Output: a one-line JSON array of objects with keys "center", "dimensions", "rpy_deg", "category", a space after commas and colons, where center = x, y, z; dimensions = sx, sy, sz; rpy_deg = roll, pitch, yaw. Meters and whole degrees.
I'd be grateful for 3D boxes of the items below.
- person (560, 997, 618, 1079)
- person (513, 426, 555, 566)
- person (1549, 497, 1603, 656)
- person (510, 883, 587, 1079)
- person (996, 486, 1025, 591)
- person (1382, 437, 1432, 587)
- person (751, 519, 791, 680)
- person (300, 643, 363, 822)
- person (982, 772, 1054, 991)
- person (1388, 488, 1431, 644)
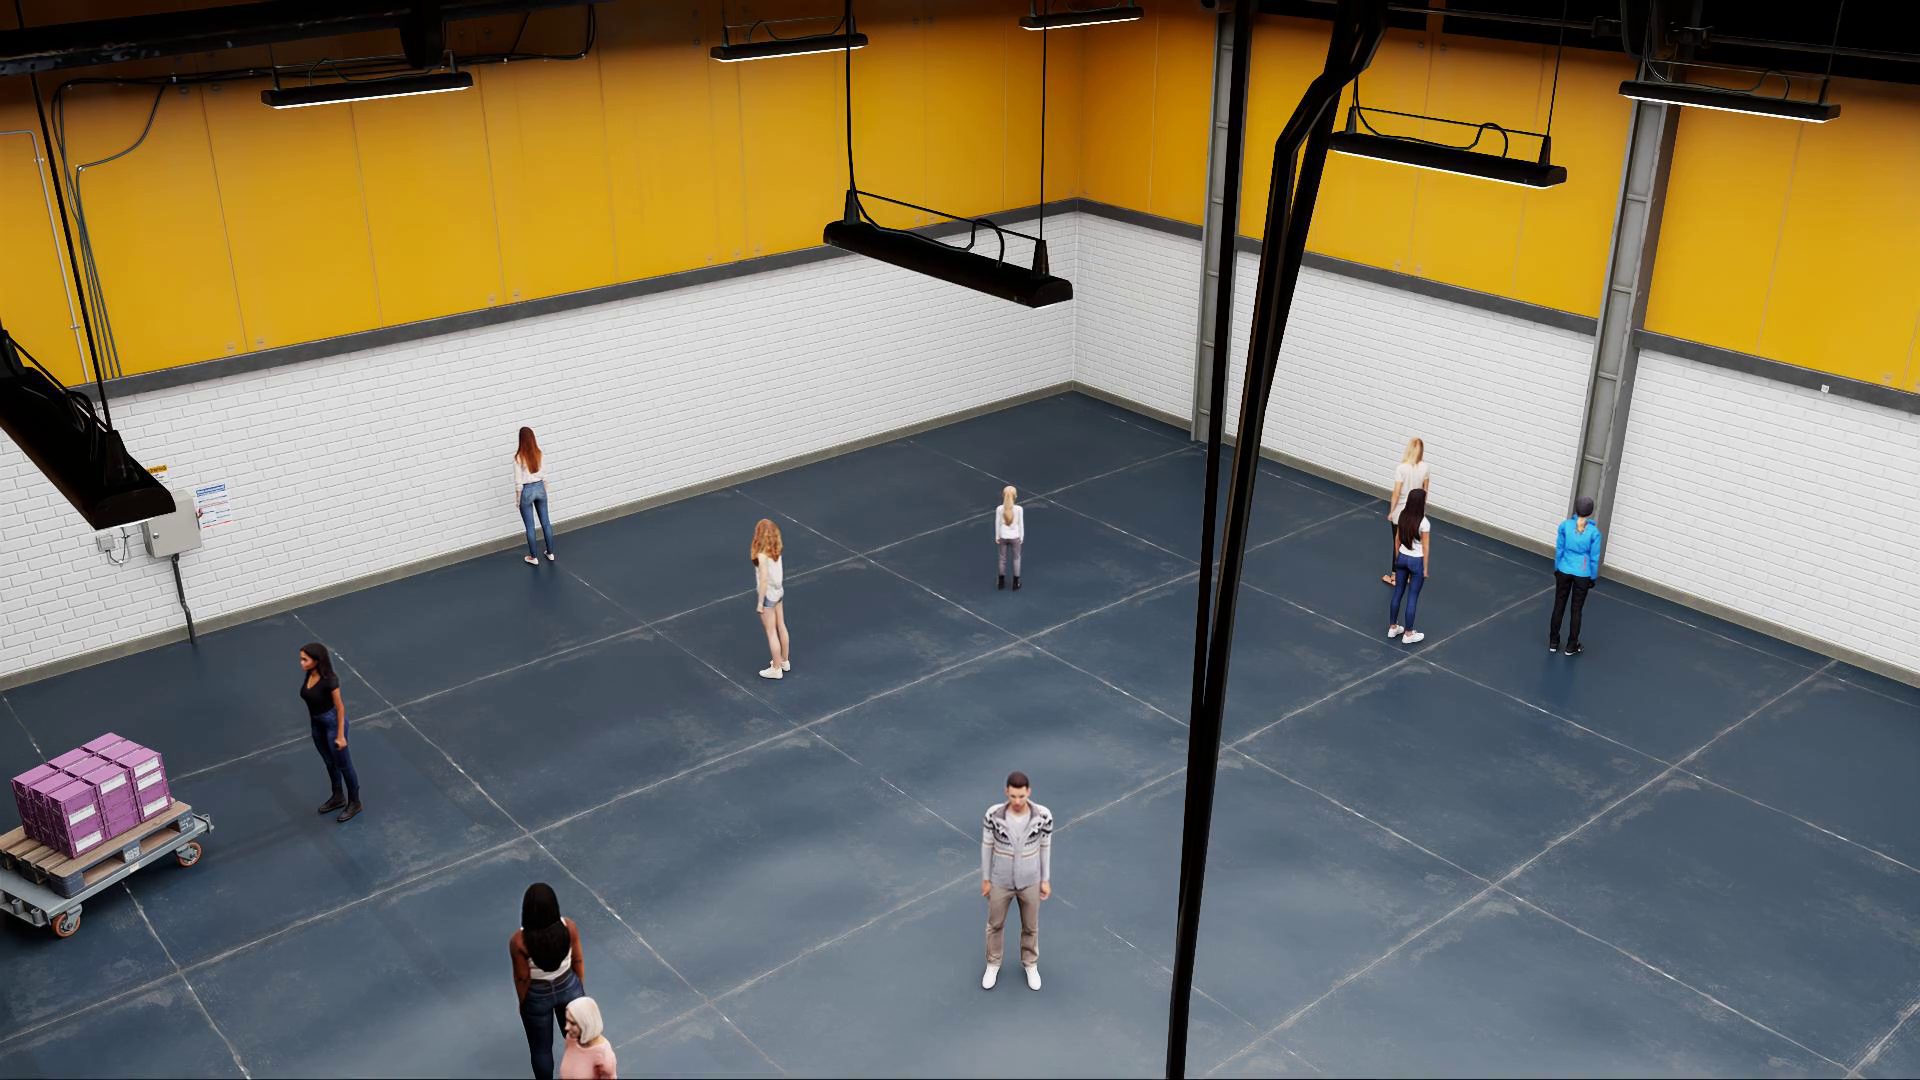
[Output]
[{"center": [-2.320, 3.597, 10.537], "dimensions": [0.526, 1.724, 0.703], "rpy_deg": [18, 29, 35], "category": "person"}, {"center": [-5.146, -0.547, 20.013], "dimensions": [0.579, 1.728, 0.484], "rpy_deg": [-18, 29, -35], "category": "person"}, {"center": [6.579, 0.375, 17.819], "dimensions": [0.515, 1.795, 0.712], "rpy_deg": [18, 30, 36], "category": "person"}, {"center": [-2.812, 3.141, 11.475], "dimensions": [0.698, 1.810, 0.683], "rpy_deg": [-11, 26, -23], "category": "person"}, {"center": [0.582, -0.027, 19.387], "dimensions": [0.561, 1.277, 0.630], "rpy_deg": [5, 24, 11], "category": "person"}, {"center": [5.232, -0.329, 19.391], "dimensions": [0.681, 1.827, 0.684], "rpy_deg": [-5, 24, -10], "category": "person"}, {"center": [-1.957, 0.608, 17.334], "dimensions": [0.646, 1.758, 0.653], "rpy_deg": [10, 26, 22], "category": "person"}, {"center": [-5.639, 1.691, 14.881], "dimensions": [0.561, 1.738, 0.692], "rpy_deg": [15, 28, 30], "category": "person"}, {"center": [0.426, 2.568, 12.720], "dimensions": [0.764, 1.862, 0.804], "rpy_deg": [0, 24, 1], "category": "person"}, {"center": [4.898, 0.266, 18.095], "dimensions": [0.662, 1.775, 0.466], "rpy_deg": [-16, 28, -32], "category": "person"}]
